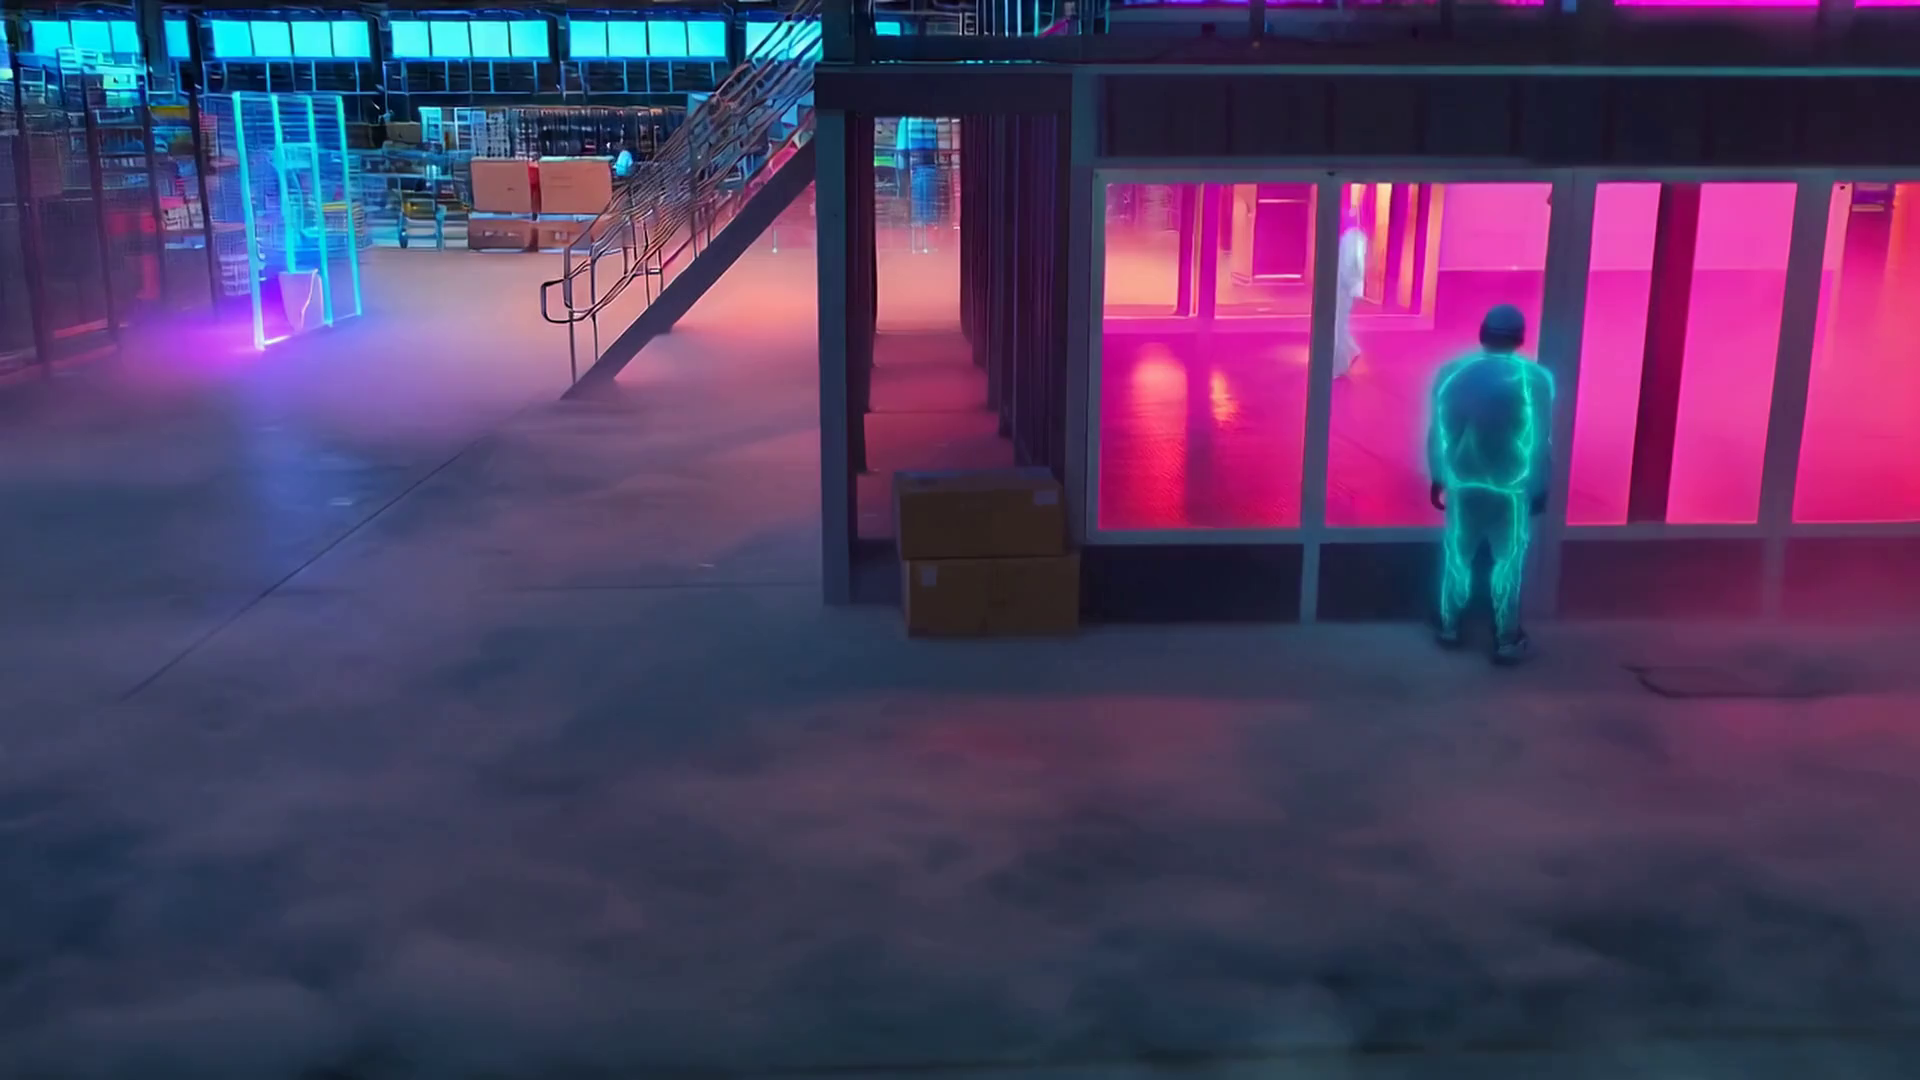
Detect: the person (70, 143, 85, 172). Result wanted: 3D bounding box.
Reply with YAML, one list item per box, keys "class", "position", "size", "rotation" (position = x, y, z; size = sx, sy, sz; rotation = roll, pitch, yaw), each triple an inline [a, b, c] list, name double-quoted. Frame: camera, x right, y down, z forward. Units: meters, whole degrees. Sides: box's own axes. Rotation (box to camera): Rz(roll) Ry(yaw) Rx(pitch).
- class: "person"
  position: [-39.699, -16.883, 74.761]
  size: [0.561, 1.916, 0.485]
  rotation: [-1, 14, -3]

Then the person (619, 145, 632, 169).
- class: "person"
  position: [-15.556, -17.456, 77.292]
  size: [0.622, 1.799, 0.517]
  rotation: [-5, 15, -21]

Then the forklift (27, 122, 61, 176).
- class: "forklift"
  position: [-35.376, -14.773, 64.377]
  size: [1.129, 2.768, 1.873]
  rotation: [-1, 14, -2]

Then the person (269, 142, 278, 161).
- class: "person"
  position: [-34.304, -18.992, 83.273]
  size: [1.017, 1.889, 0.621]
  rotation: [8, 16, 28]

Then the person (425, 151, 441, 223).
- class: "person"
  position: [-13.949, -9.315, 44.267]
  size: [0.395, 2.038, 0.615]
  rotation: [3, 14, 12]

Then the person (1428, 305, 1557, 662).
- class: "person"
  position: [2.740, -0.289, 8.595]
  size: [0.634, 1.841, 0.429]
  rotation: [7, 16, 26]
